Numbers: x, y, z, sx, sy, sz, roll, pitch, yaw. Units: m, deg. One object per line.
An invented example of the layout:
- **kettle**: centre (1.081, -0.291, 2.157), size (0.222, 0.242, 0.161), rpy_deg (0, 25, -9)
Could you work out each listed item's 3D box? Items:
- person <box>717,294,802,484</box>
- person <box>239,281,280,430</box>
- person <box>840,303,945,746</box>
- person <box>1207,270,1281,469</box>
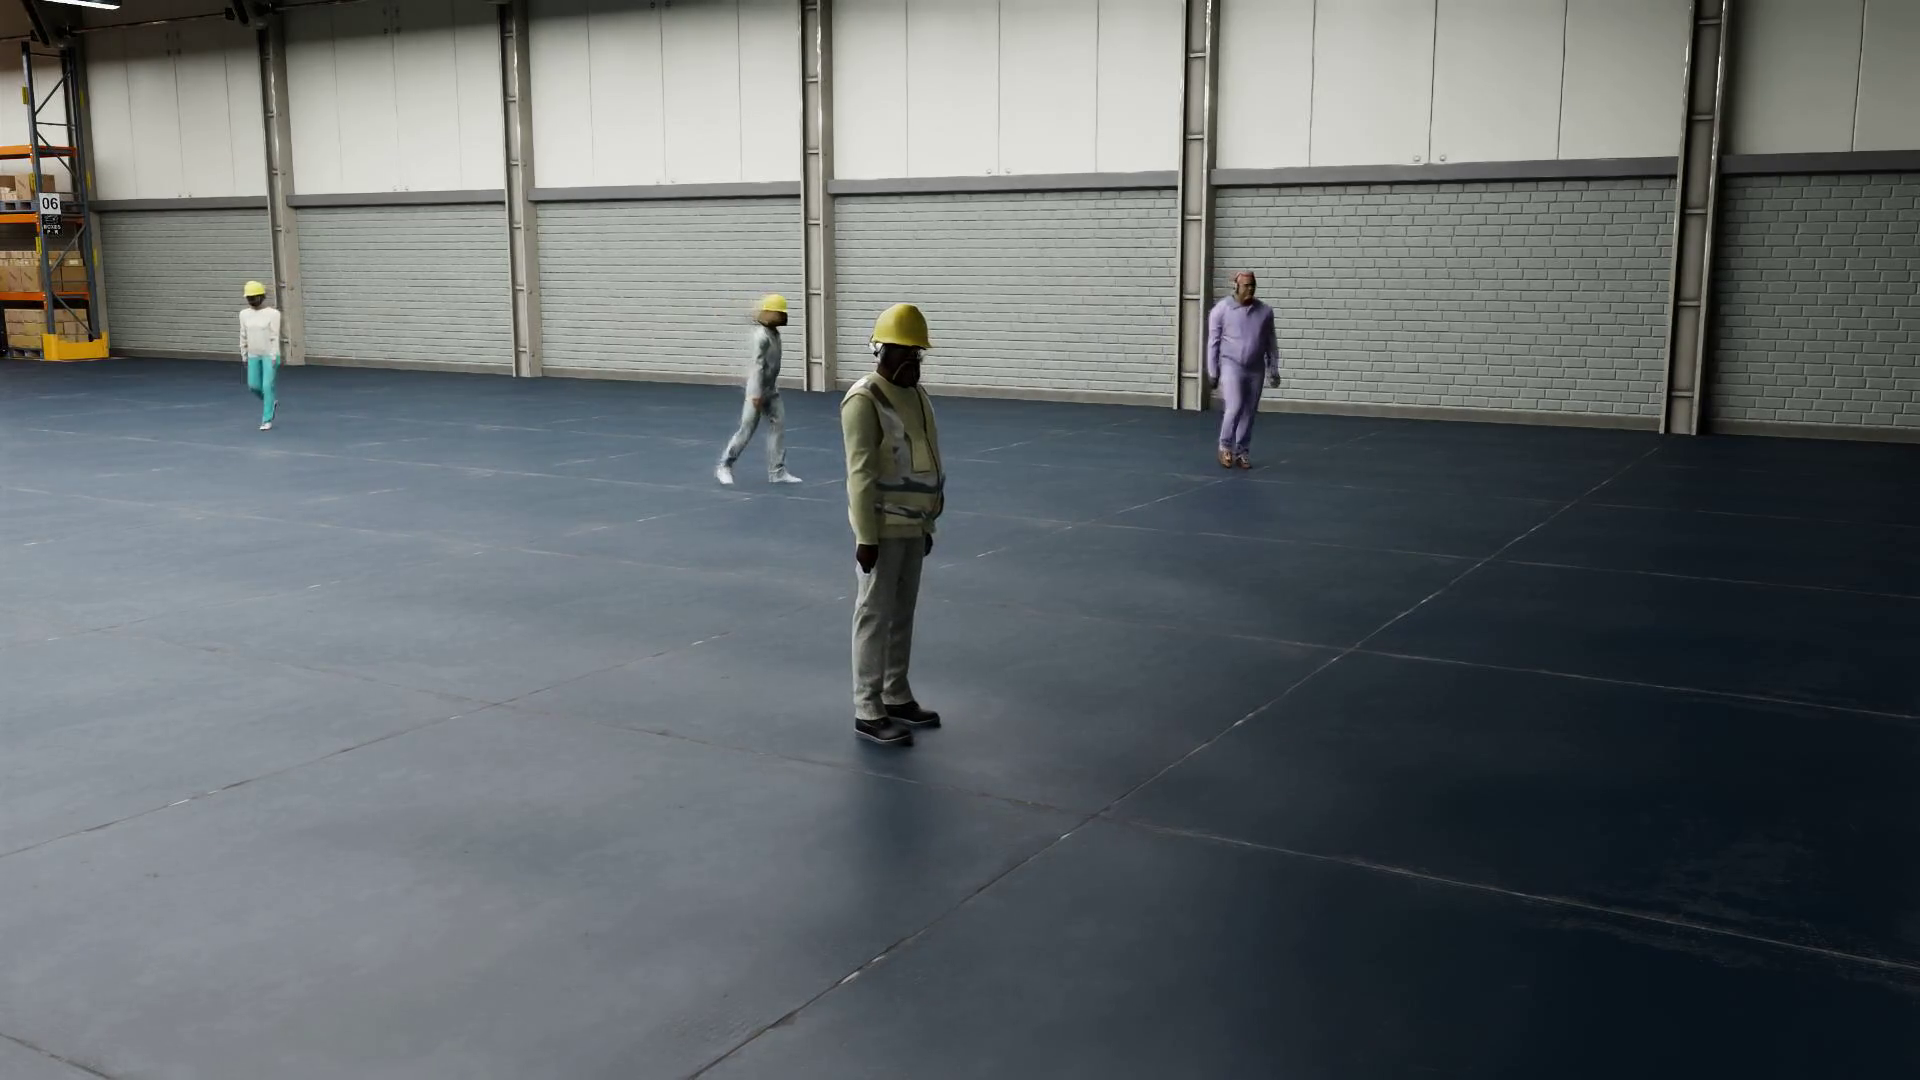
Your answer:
- **person**: centre (-1.834, -1.335, 14.794), size (0.749, 1.697, 0.501), rpy_deg (3, 10, 17)
- **person**: centre (-8.149, -2.164, 19.493), size (0.521, 1.744, 0.548), rpy_deg (1, 10, 5)
- **person**: centre (-0.266, -0.073, 6.984), size (0.403, 1.828, 0.593), rpy_deg (4, 11, 24)
- **person**: centre (2.709, -1.609, 15.795), size (0.648, 1.890, 0.446), rpy_deg (-3, 10, -17)
